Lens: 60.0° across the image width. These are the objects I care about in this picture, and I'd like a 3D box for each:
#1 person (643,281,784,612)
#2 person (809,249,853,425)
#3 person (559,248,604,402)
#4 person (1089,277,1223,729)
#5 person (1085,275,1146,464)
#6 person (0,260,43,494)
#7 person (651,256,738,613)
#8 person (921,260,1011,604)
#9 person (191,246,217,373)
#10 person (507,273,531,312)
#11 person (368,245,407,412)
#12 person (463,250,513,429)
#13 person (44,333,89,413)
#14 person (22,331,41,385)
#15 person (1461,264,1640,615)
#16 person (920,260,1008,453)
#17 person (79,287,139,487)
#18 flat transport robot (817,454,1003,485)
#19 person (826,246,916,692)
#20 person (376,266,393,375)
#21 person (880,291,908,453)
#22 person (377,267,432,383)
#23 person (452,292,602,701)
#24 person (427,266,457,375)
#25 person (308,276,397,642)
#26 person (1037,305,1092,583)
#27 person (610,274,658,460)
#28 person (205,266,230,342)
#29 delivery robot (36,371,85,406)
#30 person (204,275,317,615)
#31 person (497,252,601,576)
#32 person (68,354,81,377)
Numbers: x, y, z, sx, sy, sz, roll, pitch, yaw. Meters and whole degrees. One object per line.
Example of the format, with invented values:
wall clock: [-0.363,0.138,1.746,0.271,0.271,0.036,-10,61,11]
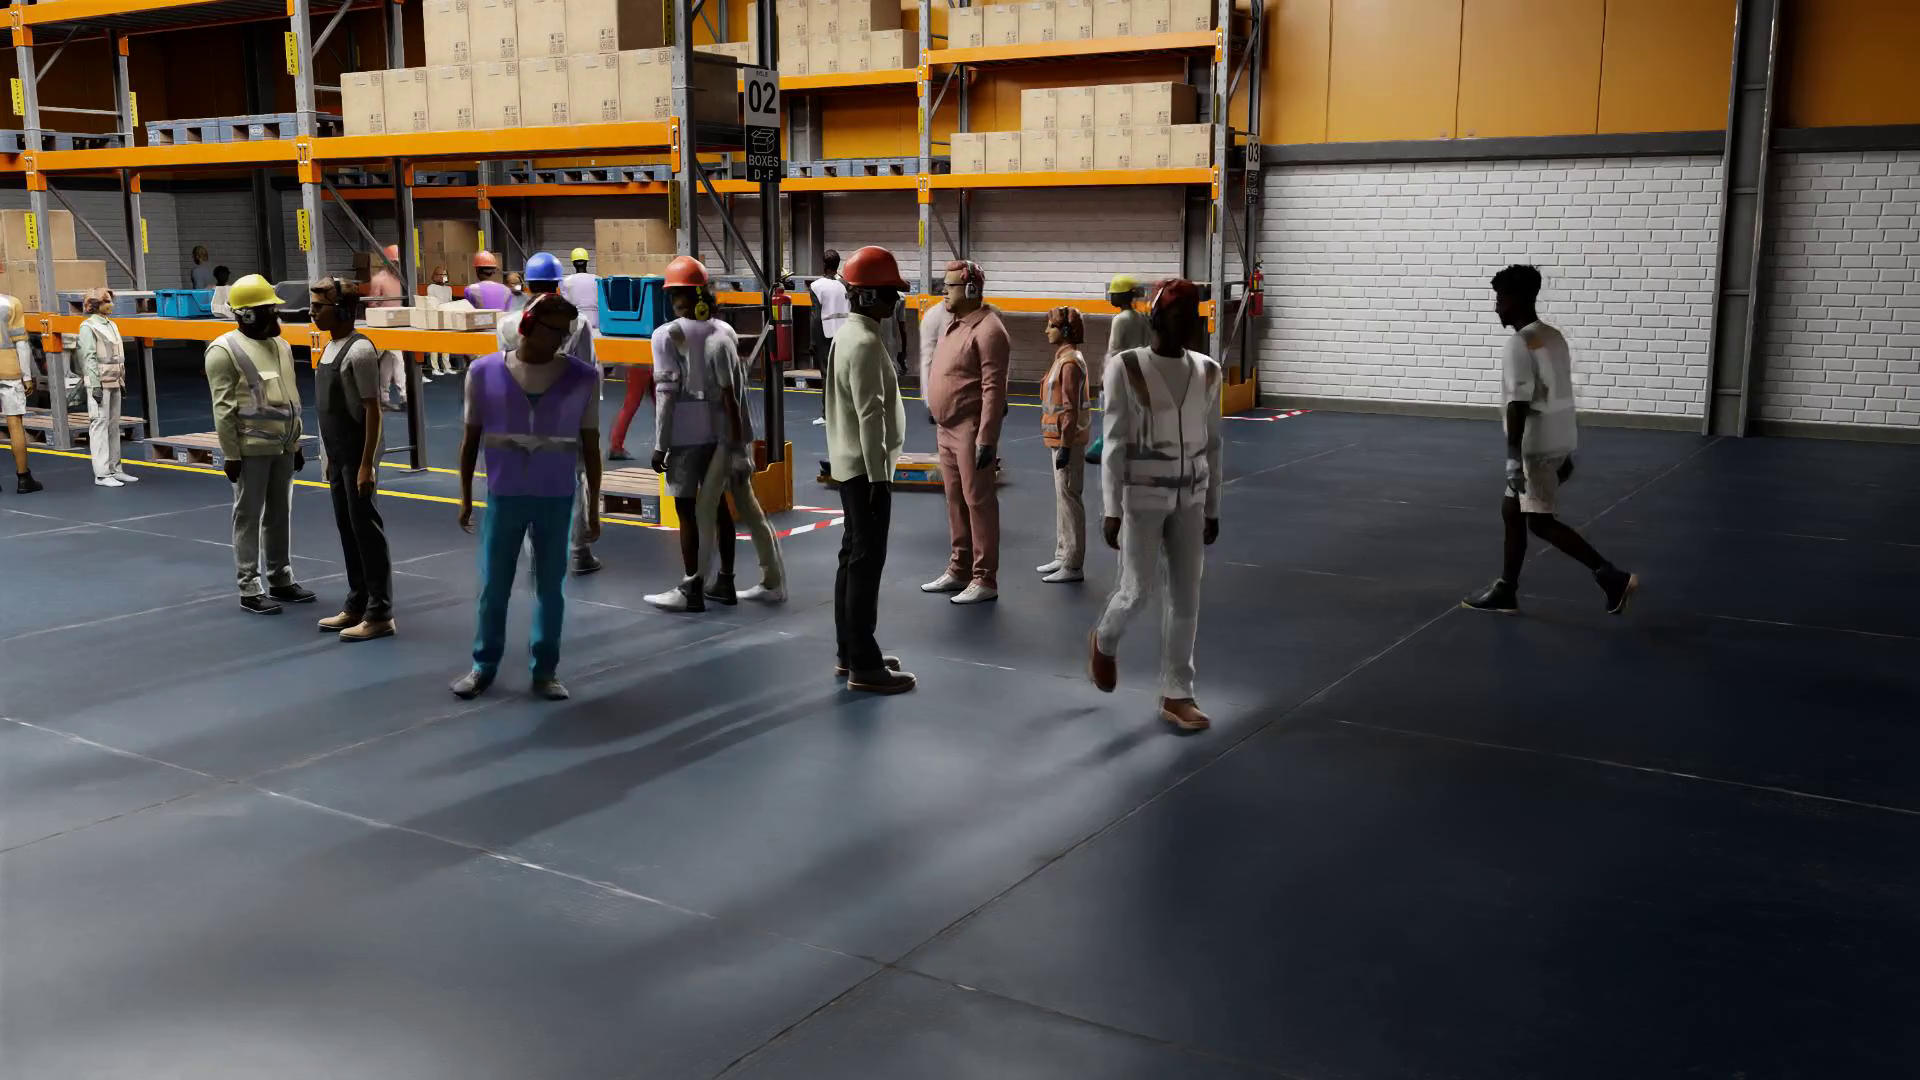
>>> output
person: [-1.362,-0.511,9.115,0.814,1.812,0.563,-2,10,-13]
person: [-1.385,-2.204,18.182,0.592,1.919,0.392,-8,13,-38]
person: [-4.709,-2.674,20.771,0.589,1.924,0.384,-6,12,-31]
person: [0.830,-0.162,6.993,0.599,1.871,0.644,-5,11,-24]
person: [1.464,-1.493,14.802,0.930,1.710,0.534,4,11,23]
person: [-7.678,-1.323,13.243,0.543,1.939,0.361,-2,10,-12]
person: [-1.468,-0.575,9.105,0.376,1.935,0.550,9,14,42]
person: [0.019,-0.602,9.334,0.407,1.910,0.639,-5,11,-25]
person: [-11.469,-3.502,25.337,0.369,1.931,0.630,1,10,8]
person: [-5.895,-2.709,21.888,0.599,1.596,0.515,7,12,34]
person: [-6.610,-2.487,19.628,0.875,1.953,0.627,3,11,17]
person: [-4.918,-2.076,17.484,0.543,1.922,0.769,-10,14,-43]
person: [-10.406,-2.267,19.384,0.782,1.607,0.510,6,12,31]
person: [-13.118,-3.058,23.078,0.594,1.850,0.646,8,13,39]
person: [3.148,-0.492,8.761,0.875,1.914,0.621,7,13,35]
person: [0.021,-1.036,11.797,0.654,1.882,0.687,-5,11,-26]
person: [-7.057,-1.263,13.731,0.307,1.643,0.514,-1,10,-5]
flat transport robot: [-0.408,-0.585,13.779,1.431,0.197,0.652,2,10,12]
person: [-0.410,-0.319,7.522,0.384,1.993,0.623,-2,10,-13]
person: [-8.519,-3.241,24.715,0.272,1.632,0.508,6,12,30]
person: [-0.743,-1.700,15.527,0.528,1.869,0.313,-3,11,-16]
person: [-7.969,-3.145,23.528,0.850,1.876,0.642,5,11,26]
person: [-1.872,-0.173,7.247,0.630,1.803,0.454,-3,11,-15]
person: [-7.799,-3.290,25.014,0.277,1.628,0.496,5,12,27]
person: [-3.096,-0.410,8.441,0.330,1.844,0.520,-8,13,-39]
person: [0.626,-0.568,9.891,0.307,1.641,0.511,0,10,-2]
person: [-2.838,-1.582,15.334,0.903,1.707,0.530,-1,10,-7]
person: [-10.700,-3.144,24.139,0.565,1.638,0.897,-6,12,-30]
delivery robot: [-10.549,-1.817,19.556,0.707,0.478,0.477,8,13,36]
person: [-3.806,-0.522,9.091,0.404,1.834,0.599,3,11,15]
person: [-2.461,-0.746,10.015,0.605,1.949,0.382,0,10,2]
person: [-11.985,-2.928,22.463,0.403,1.823,0.586,3,11,16]
